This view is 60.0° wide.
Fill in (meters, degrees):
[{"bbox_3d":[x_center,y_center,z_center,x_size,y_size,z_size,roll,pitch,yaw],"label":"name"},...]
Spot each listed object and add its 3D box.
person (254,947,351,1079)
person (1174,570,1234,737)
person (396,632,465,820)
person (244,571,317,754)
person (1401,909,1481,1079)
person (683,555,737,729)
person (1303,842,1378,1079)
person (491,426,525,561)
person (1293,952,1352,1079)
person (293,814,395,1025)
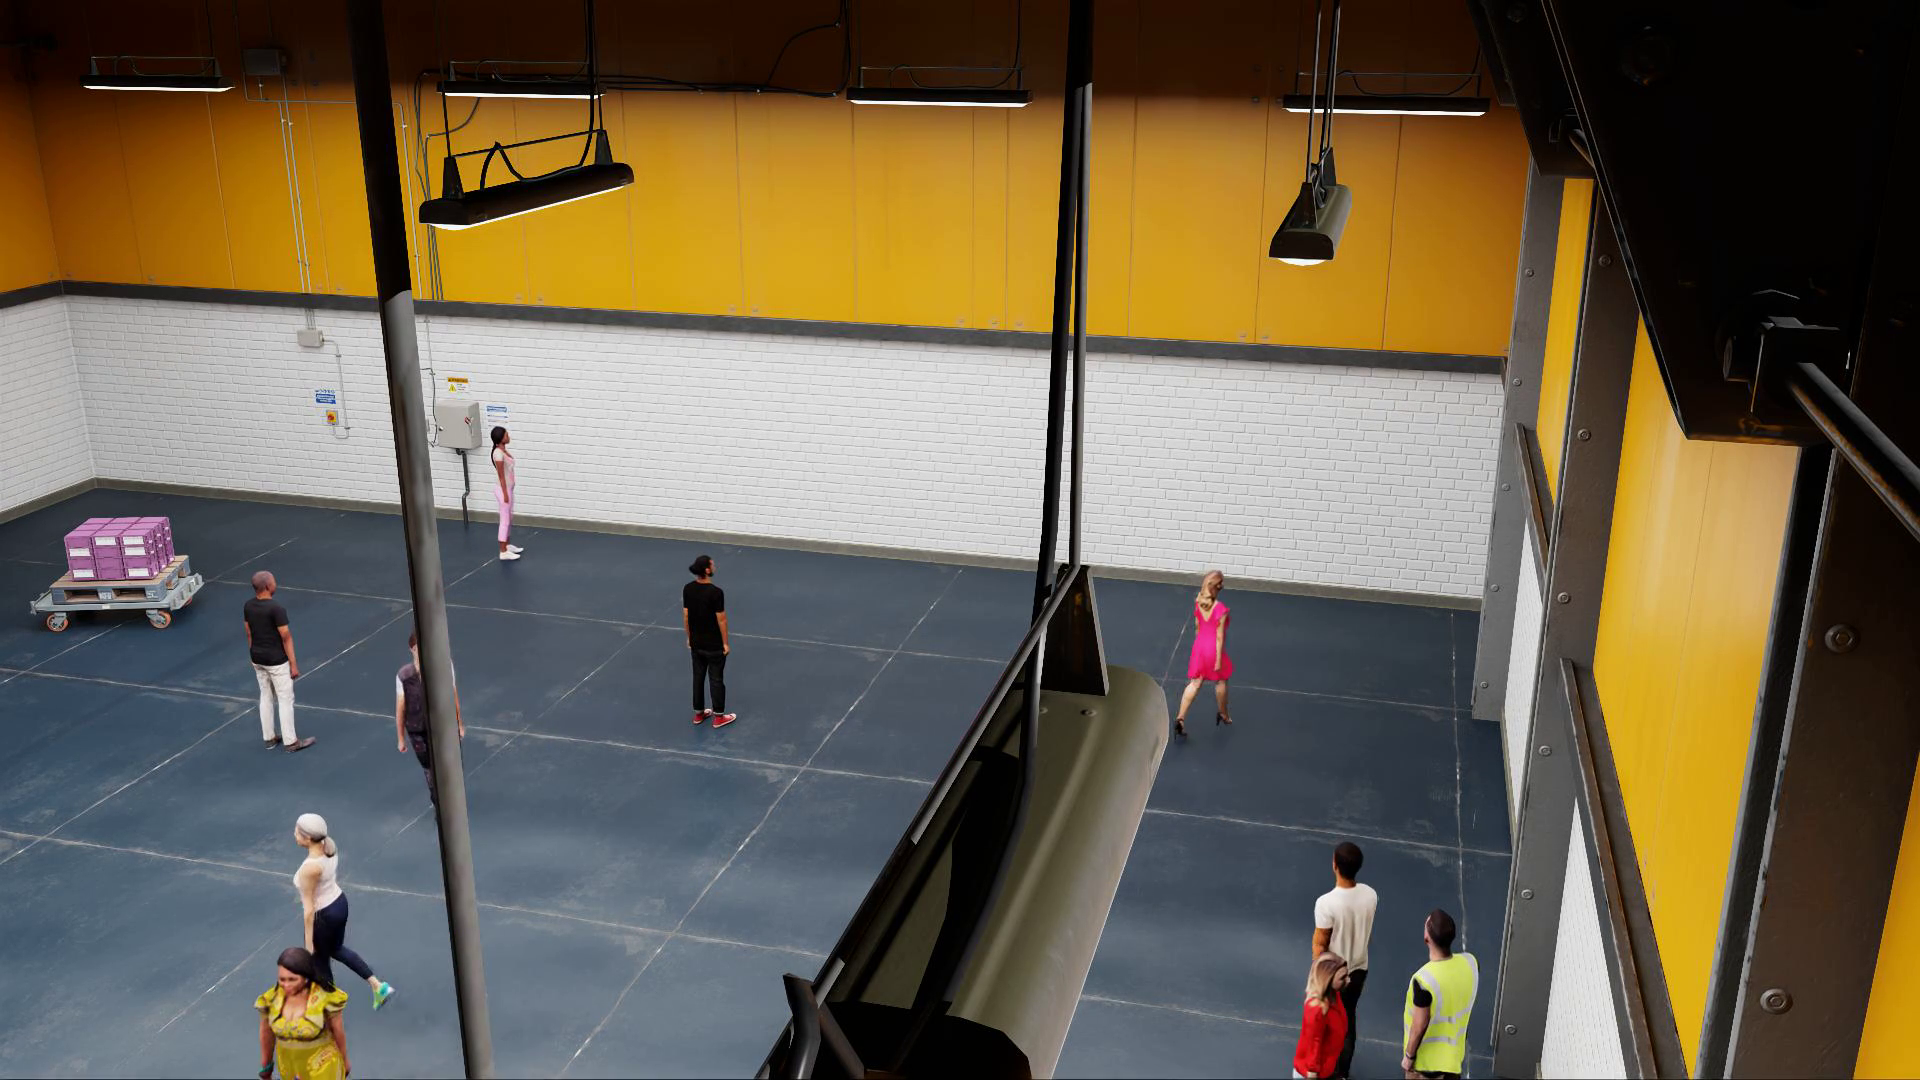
[{"bbox_3d":[-3.978,3.192,10.224,0.976,1.612,1.305,-1,19,-2],"label":"person"},{"bbox_3d":[2.357,1.135,16.220,1.088,1.684,0.949,-14,23,-36],"label":"person"},{"bbox_3d":[-4.613,1.635,14.529,0.999,1.815,1.208,-4,19,-11],"label":"person"},{"bbox_3d":[-6.603,1.159,15.962,0.687,1.804,0.620,7,20,21],"label":"person"},{"bbox_3d":[2.898,3.091,10.160,0.859,1.845,0.922,-12,22,-31],"label":"person"},{"bbox_3d":[-2.513,0.998,16.515,0.665,1.755,0.589,9,20,24],"label":"person"},{"bbox_3d":[2.554,2.863,10.932,0.795,1.784,0.843,-7,20,-21],"label":"person"},{"bbox_3d":[-5.844,-0.619,21.338,0.702,1.741,0.568,-2,19,-7],"label":"person"},{"bbox_3d":[2.142,3.220,9.998,0.714,1.704,0.521,9,21,26],"label":"person"},{"bbox_3d":[-4.351,2.672,11.641,0.757,1.694,0.862,2,19,6],"label":"person"}]
